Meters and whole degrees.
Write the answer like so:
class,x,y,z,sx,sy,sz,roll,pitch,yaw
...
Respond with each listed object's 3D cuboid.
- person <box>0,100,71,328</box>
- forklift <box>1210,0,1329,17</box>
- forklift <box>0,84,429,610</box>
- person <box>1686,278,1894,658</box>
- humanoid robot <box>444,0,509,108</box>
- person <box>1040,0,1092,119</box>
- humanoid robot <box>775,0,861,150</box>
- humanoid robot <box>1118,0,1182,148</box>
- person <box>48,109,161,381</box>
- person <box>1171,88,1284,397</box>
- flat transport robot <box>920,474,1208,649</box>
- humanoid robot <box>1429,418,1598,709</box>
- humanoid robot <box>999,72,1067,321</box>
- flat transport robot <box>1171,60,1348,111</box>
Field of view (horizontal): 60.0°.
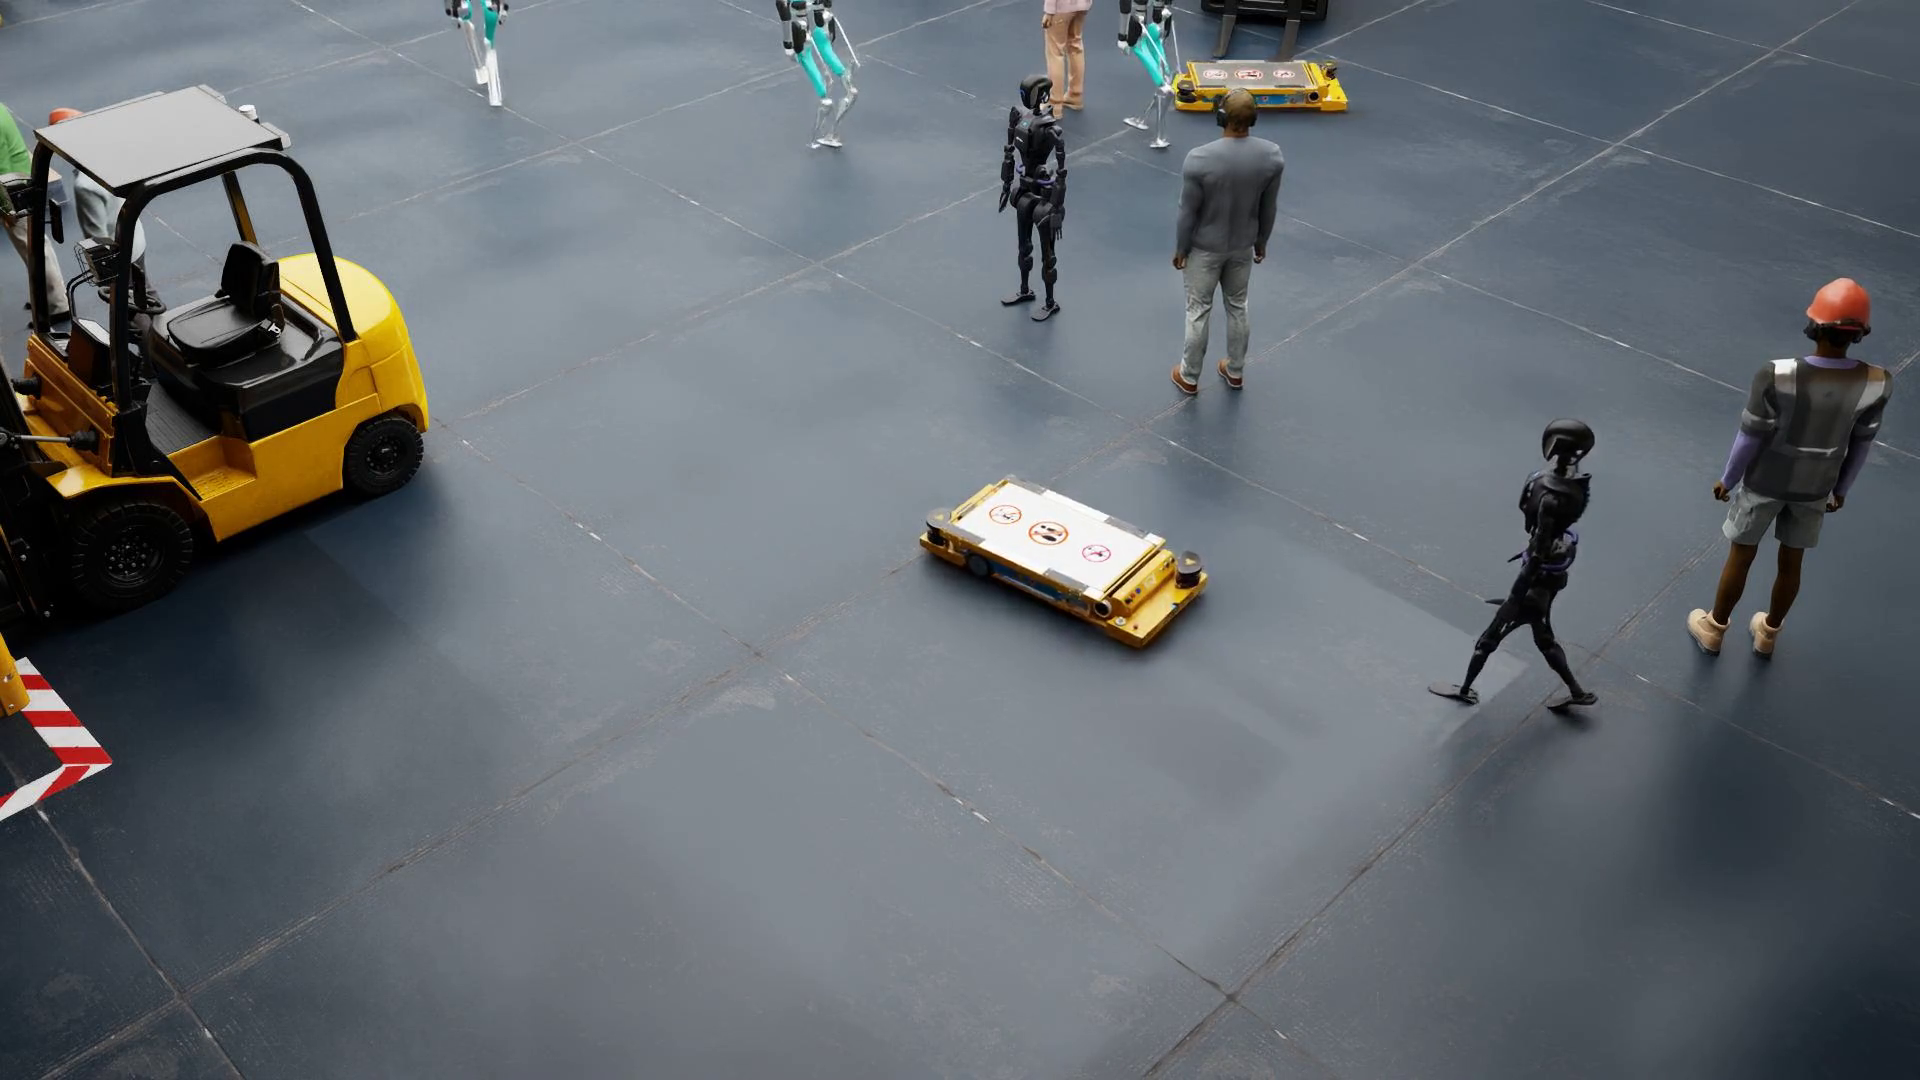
class,x,y,z,sx,sy,sz,roll,pitch,yaw
person,-6.147,-2.247,10.747,0.385,1.776,0.546,-17,40,-22
forklift,3.106,-6.400,15.960,1.214,2.155,2.313,8,37,10
forklift,-4.145,-1.093,8.856,2.313,2.155,1.214,-31,47,-34
person,3.936,-0.305,7.927,0.605,2.041,0.382,5,37,7
humanoid robot,-4.045,-4.525,13.864,0.540,1.761,1.028,-12,38,-15
person,0.889,-4.336,13.547,0.413,1.773,0.537,27,44,31
humanoid robot,-1.068,-3.892,12.997,0.763,1.785,0.535,28,45,32
humanoid robot,1.594,-3.959,13.078,0.556,1.780,0.880,-24,43,-29
person,-5.186,-1.799,10.174,0.352,1.742,0.572,-4,37,-5
person,1.581,-1.769,9.983,0.629,1.930,0.347,-10,38,-13
flat transport robot,0.542,0.078,8.893,1.431,0.231,0.659,25,43,29
humanoid robot,2.683,0.156,7.652,0.765,1.637,0.601,16,40,21
humanoid robot,0.493,-2.227,10.789,0.315,1.657,0.599,-25,44,-30
flat transport robot,2.531,-3.867,14.173,1.431,0.231,0.659,0,37,0
